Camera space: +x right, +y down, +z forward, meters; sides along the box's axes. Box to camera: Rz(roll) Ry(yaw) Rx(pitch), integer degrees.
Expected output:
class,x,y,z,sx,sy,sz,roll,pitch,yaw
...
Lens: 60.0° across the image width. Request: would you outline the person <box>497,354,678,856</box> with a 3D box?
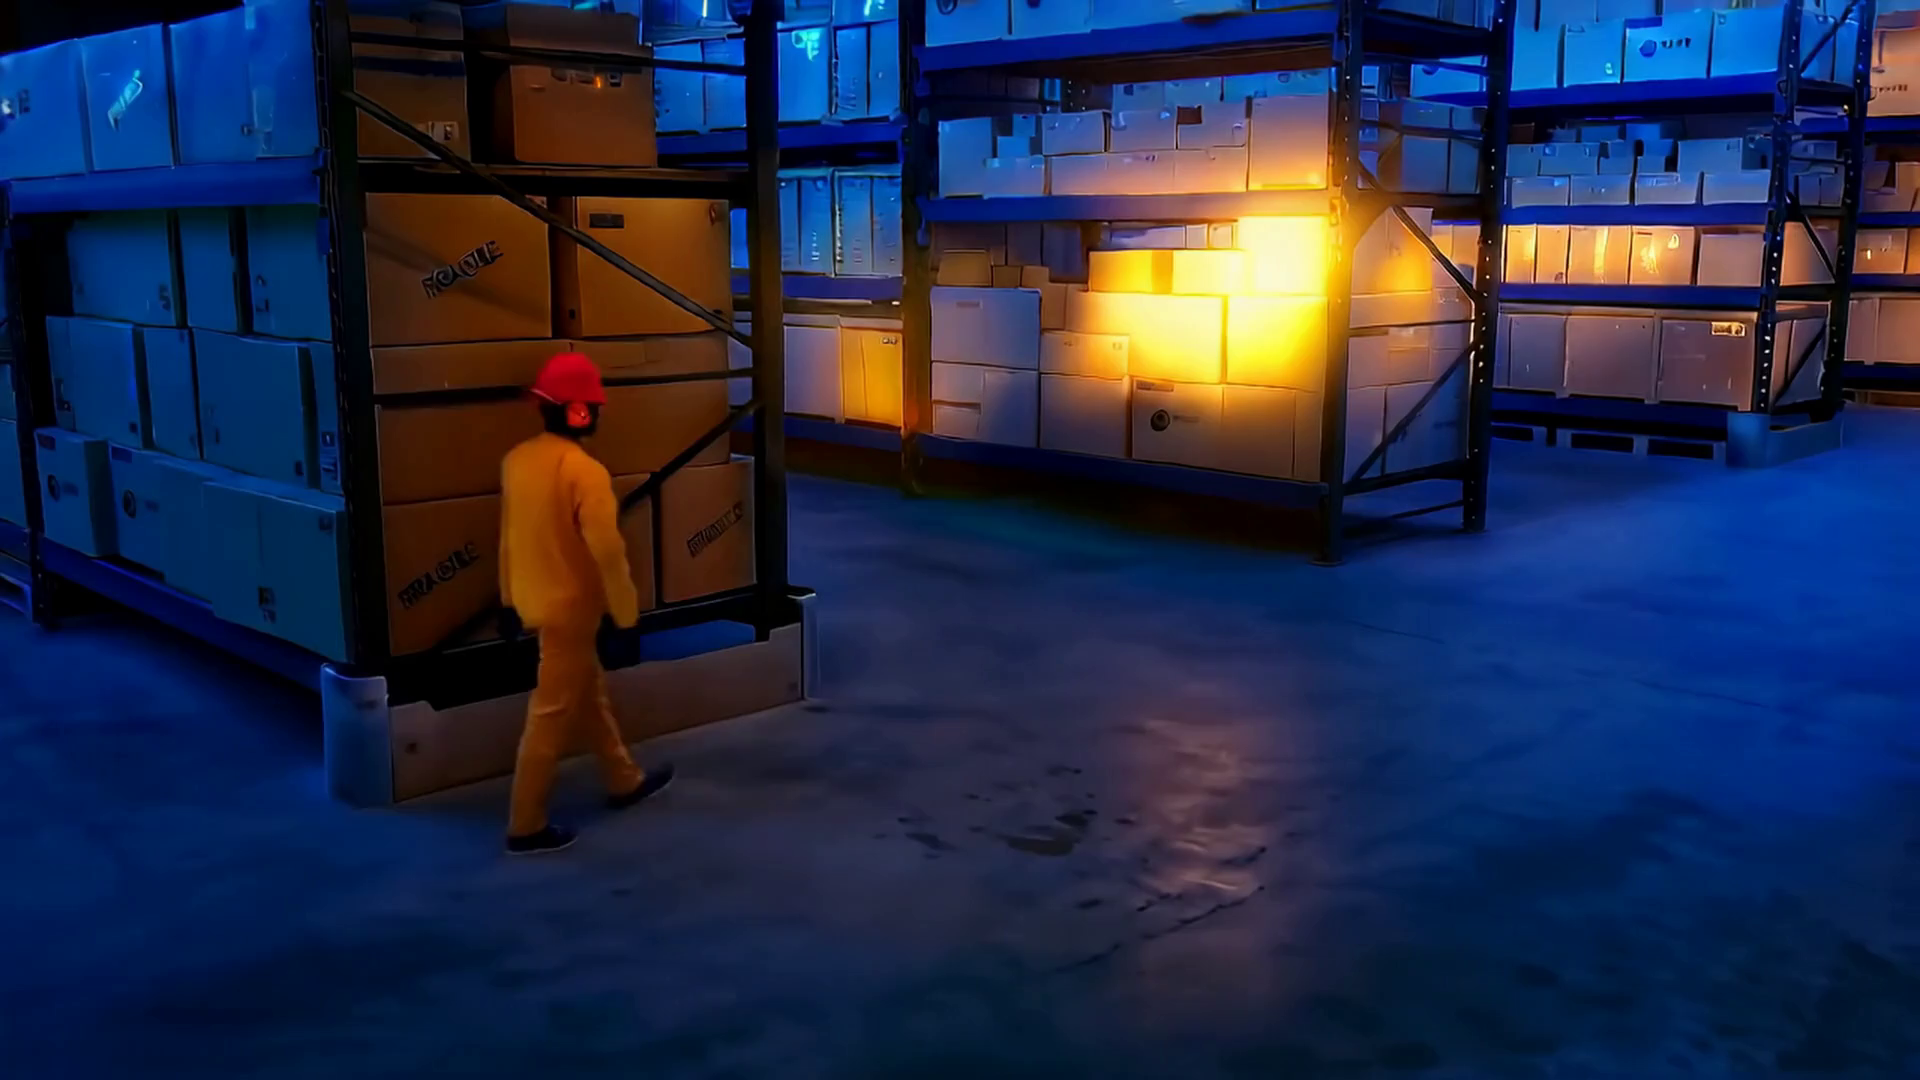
class,x,y,z,sx,sy,sz,roll,pitch,yaw
person,-1.289,0.210,5.856,0.846,1.714,0.594,-9,14,-41
